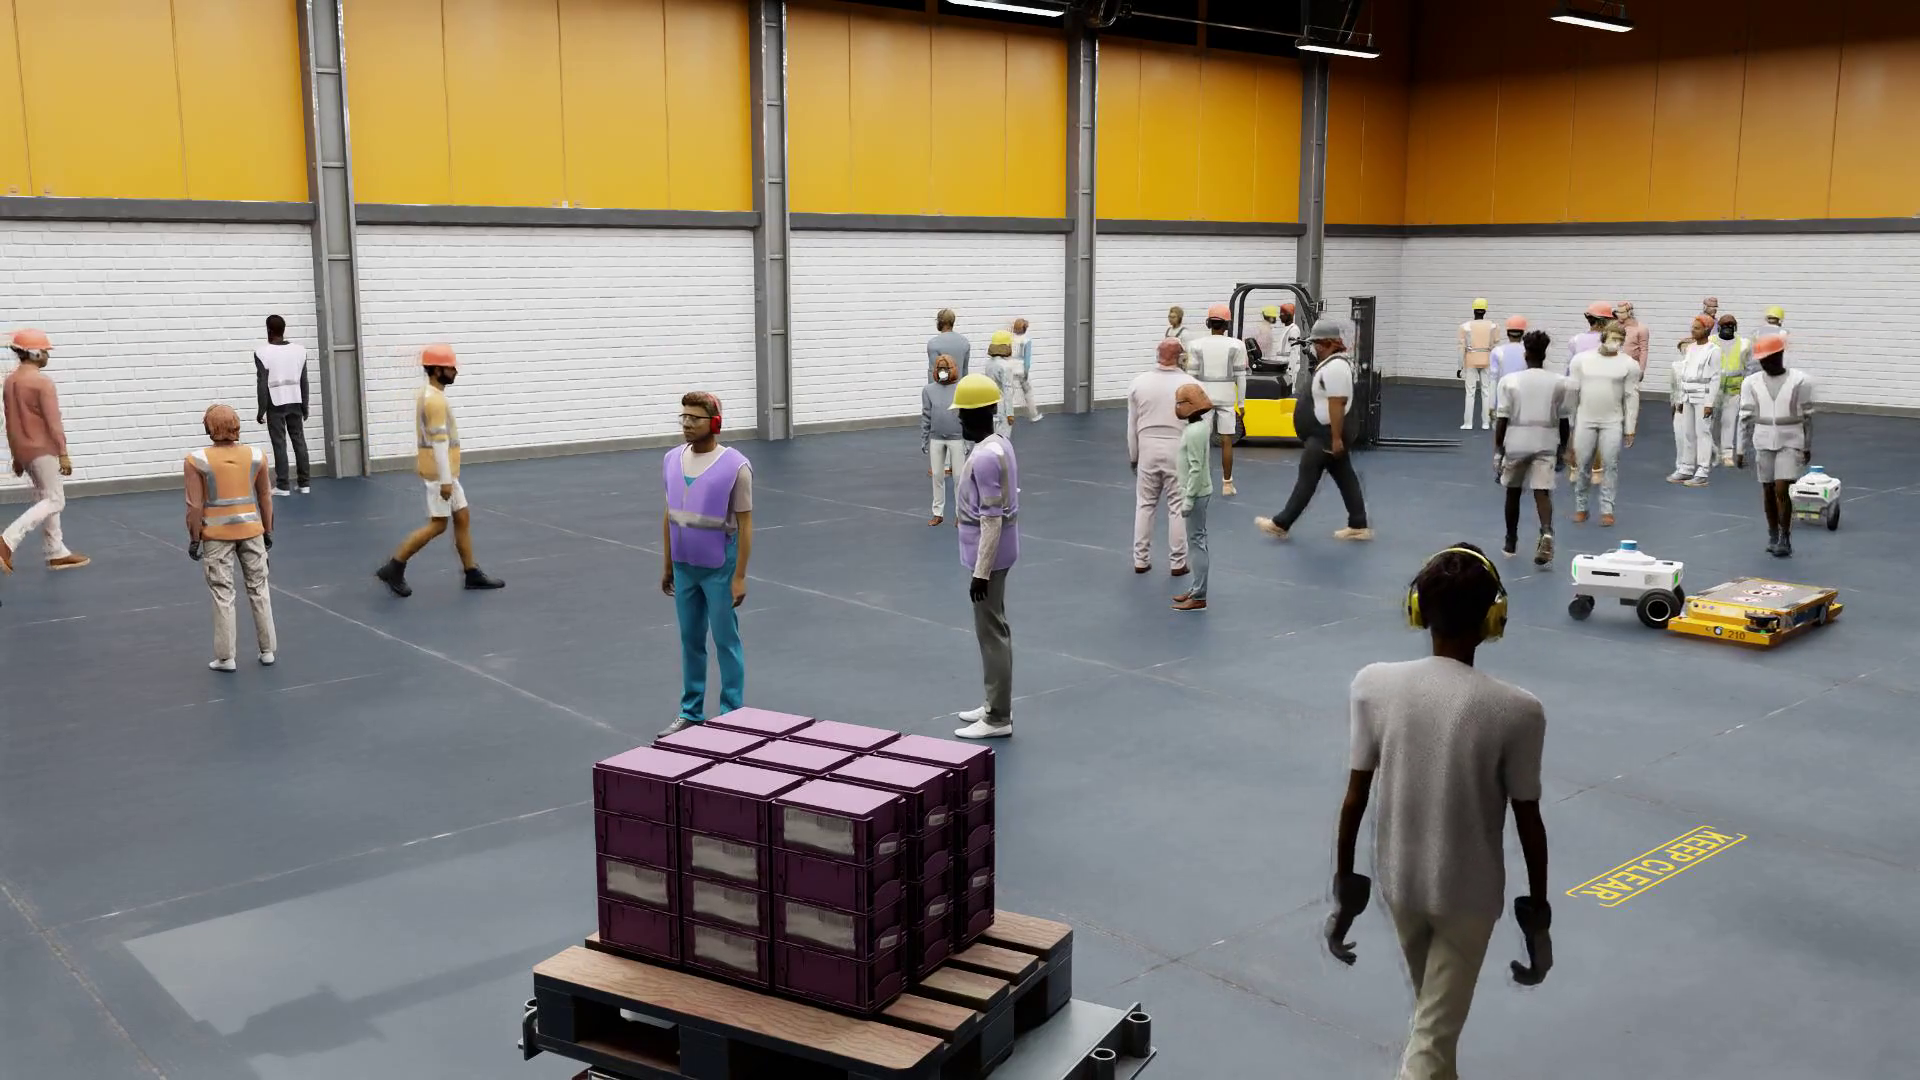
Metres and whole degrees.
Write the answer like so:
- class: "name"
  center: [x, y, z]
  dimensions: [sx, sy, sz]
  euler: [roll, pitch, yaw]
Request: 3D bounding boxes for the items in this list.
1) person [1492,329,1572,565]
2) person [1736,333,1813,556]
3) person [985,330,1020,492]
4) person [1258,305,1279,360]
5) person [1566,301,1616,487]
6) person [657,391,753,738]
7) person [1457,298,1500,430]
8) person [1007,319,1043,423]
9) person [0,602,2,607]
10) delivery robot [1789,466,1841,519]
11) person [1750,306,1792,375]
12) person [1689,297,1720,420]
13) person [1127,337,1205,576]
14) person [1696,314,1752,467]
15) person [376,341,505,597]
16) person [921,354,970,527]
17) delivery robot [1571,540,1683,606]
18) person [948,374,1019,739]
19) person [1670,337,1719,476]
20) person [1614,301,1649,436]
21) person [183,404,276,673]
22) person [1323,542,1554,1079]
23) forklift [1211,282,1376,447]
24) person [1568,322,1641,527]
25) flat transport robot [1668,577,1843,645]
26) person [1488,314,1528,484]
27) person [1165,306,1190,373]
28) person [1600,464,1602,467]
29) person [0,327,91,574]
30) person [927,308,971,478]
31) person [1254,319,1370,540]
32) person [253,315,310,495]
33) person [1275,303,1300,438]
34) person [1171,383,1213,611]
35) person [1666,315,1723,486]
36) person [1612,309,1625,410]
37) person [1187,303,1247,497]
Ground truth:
- class: "person"
  center: [4.731, -0.763, 13.732]
  dimensions: [0.612, 1.941, 0.853]
  euler: [2, 10, 9]
- class: "person"
  center: [6.887, -0.803, 14.090]
  dimensions: [0.552, 1.883, 0.660]
  euler: [8, 13, 39]
- class: "person"
  center: [0.445, -1.385, 17.919]
  dimensions: [0.295, 1.744, 0.487]
  euler: [-5, 11, -28]
- class: "person"
  center: [4.888, -2.887, 26.695]
  dimensions: [0.439, 1.749, 0.544]
  euler: [2, 10, 12]
- class: "person"
  center: [6.999, -1.612, 18.385]
  dimensions: [0.395, 2.039, 0.607]
  euler: [-6, 12, -33]
- class: "person"
  center: [-1.312, 0.146, 8.641]
  dimensions: [0.564, 1.850, 0.390]
  euler: [6, 11, 31]
- class: "person"
  center: [7.539, -2.556, 24.234]
  dimensions: [0.585, 1.928, 0.379]
  euler: [1, 10, 5]
- class: "person"
  center: [0.875, -2.538, 25.118]
  dimensions: [0.527, 1.591, 0.878]
  euler: [8, 12, 39]
- class: "person"
  center: [-7.405, -0.419, 11.817]
  dimensions: [0.892, 1.903, 0.541]
  euler: [1, 10, 3]
- class: "delivery robot"
  center: [8.050, -0.453, 15.660]
  dimensions: [0.477, 0.478, 0.707]
  euler: [7, 12, 36]
- class: "person"
  center: [11.810, -2.492, 24.197]
  dimensions: [0.601, 1.814, 0.585]
  euler: [9, 14, 44]
- class: "person"
  center: [11.455, -2.766, 25.535]
  dimensions: [0.644, 1.904, 0.399]
  euler: [-7, 12, -36]
- class: "person"
  center: [1.638, -0.657, 13.211]
  dimensions: [0.634, 1.901, 0.405]
  euler: [4, 10, 21]
- class: "person"
  center: [9.176, -1.794, 20.027]
  dimensions: [0.634, 1.841, 0.429]
  euler: [2, 10, 14]
- class: "person"
  center: [-3.924, -0.526, 12.419]
  dimensions: [0.890, 1.910, 0.558]
  euler: [-3, 10, -18]
- class: "person"
  center: [-0.124, -0.926, 15.580]
  dimensions: [0.501, 1.626, 0.282]
  euler: [3, 10, 17]
- class: "delivery robot"
  center: [4.634, 0.246, 11.569]
  dimensions: [0.707, 0.478, 0.477]
  euler: [5, 11, 26]
- class: "person"
  center: [0.120, 0.088, 8.764]
  dimensions: [0.375, 1.922, 0.594]
  euler: [1, 10, 6]
- class: "person"
  center: [8.446, -1.527, 19.088]
  dimensions: [0.594, 1.617, 0.553]
  euler: [-6, 11, -32]
- class: "person"
  center: [9.342, -2.413, 23.479]
  dimensions: [0.402, 1.899, 0.652]
  euler: [-9, 13, -42]
- class: "person"
  center: [-4.454, -0.010, 10.170]
  dimensions: [0.516, 1.640, 0.314]
  euler: [-9, 13, -41]
- class: "person"
  center: [1.227, 0.915, 4.245]
  dimensions: [0.536, 1.830, 0.996]
  euler: [8, 13, 40]
- class: "forklift"
  center: [4.328, -2.346, 22.227]
  dimensions: [2.313, 2.155, 1.214]
  euler: [3, 10, 16]
- class: "person"
  center: [6.054, -1.076, 15.714]
  dimensions: [0.657, 1.937, 0.401]
  euler: [4, 11, 23]
- class: "flat transport robot"
  center: [5.463, 0.467, 11.379]
  dimensions: [0.652, 0.197, 1.431]
  euler: [9, 13, 44]
- class: "person"
  center: [6.087, -1.522, 18.273]
  dimensions: [0.554, 1.914, 0.757]
  euler: [2, 10, 12]
- class: "person"
  center: [3.094, -2.419, 23.703]
  dimensions: [0.587, 1.833, 0.538]
  euler: [-5, 11, -26]
- class: "person"
  center: [7.714, -1.698, 20.070]
  dimensions: [0.278, 1.633, 0.507]
  euler: [-4, 10, -22]
- class: "person"
  center: [-7.401, -0.697, 13.224]
  dimensions: [0.631, 1.975, 0.753]
  euler: [7, 12, 34]
- class: "person"
  center: [-0.154, -1.685, 19.104]
  dimensions: [0.372, 1.939, 0.631]
  euler: [9, 13, 43]
- class: "person"
  center: [3.202, -1.003, 14.813]
  dimensions: [1.029, 2.000, 0.703]
  euler: [3, 10, 16]
- class: "person"
  center: [-7.177, -1.428, 17.663]
  dimensions: [0.373, 1.914, 0.597]
  euler: [7, 12, 36]
- class: "person"
  center: [4.573, -2.370, 23.281]
  dimensions: [0.355, 1.883, 0.576]
  euler: [0, 10, -2]
- class: "person"
  center: [1.668, -0.308, 11.932]
  dimensions: [0.279, 1.633, 0.497]
  euler: [2, 10, 12]
- class: "person"
  center: [8.150, -1.537, 18.396]
  dimensions: [0.355, 1.885, 0.574]
  euler: [-2, 10, -12]
- class: "person"
  center: [10.898, -2.953, 27.329]
  dimensions: [0.620, 1.672, 0.316]
  euler: [-3, 10, -15]
- class: "person"
  center: [2.703, -1.467, 17.518]
  dimensions: [0.615, 2.043, 0.373]
  euler: [2, 10, 13]
